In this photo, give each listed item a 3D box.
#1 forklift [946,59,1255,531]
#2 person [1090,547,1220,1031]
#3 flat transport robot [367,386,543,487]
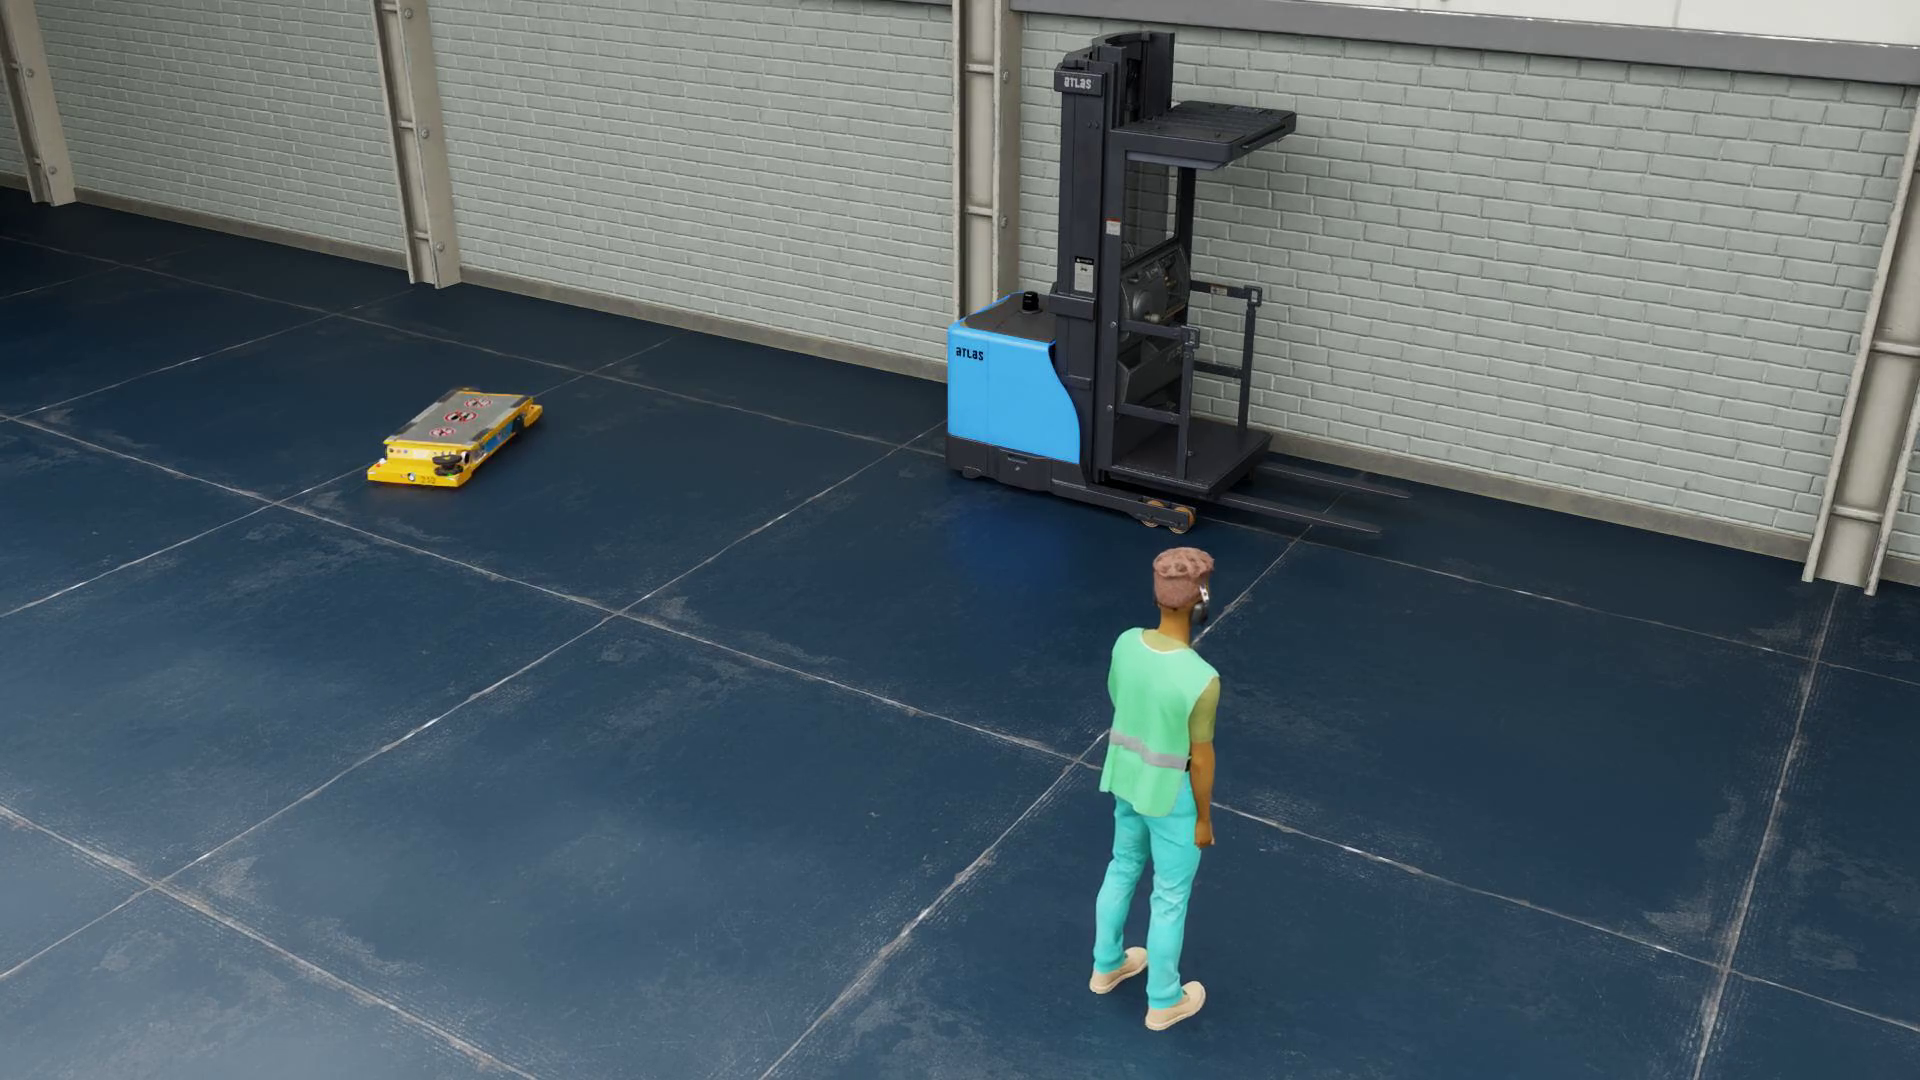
[{"bbox_3d":[0.933,-1.707,10.833,1.873,2.768,1.129,15,29,28],"label":"forklift"},{"bbox_3d":[0.739,0.947,6.277,0.405,1.969,0.480,-20,32,-36],"label":"person"},{"bbox_3d":[-3.569,-0.747,11.838,0.659,0.231,1.431,5,26,9],"label":"flat transport robot"}]
